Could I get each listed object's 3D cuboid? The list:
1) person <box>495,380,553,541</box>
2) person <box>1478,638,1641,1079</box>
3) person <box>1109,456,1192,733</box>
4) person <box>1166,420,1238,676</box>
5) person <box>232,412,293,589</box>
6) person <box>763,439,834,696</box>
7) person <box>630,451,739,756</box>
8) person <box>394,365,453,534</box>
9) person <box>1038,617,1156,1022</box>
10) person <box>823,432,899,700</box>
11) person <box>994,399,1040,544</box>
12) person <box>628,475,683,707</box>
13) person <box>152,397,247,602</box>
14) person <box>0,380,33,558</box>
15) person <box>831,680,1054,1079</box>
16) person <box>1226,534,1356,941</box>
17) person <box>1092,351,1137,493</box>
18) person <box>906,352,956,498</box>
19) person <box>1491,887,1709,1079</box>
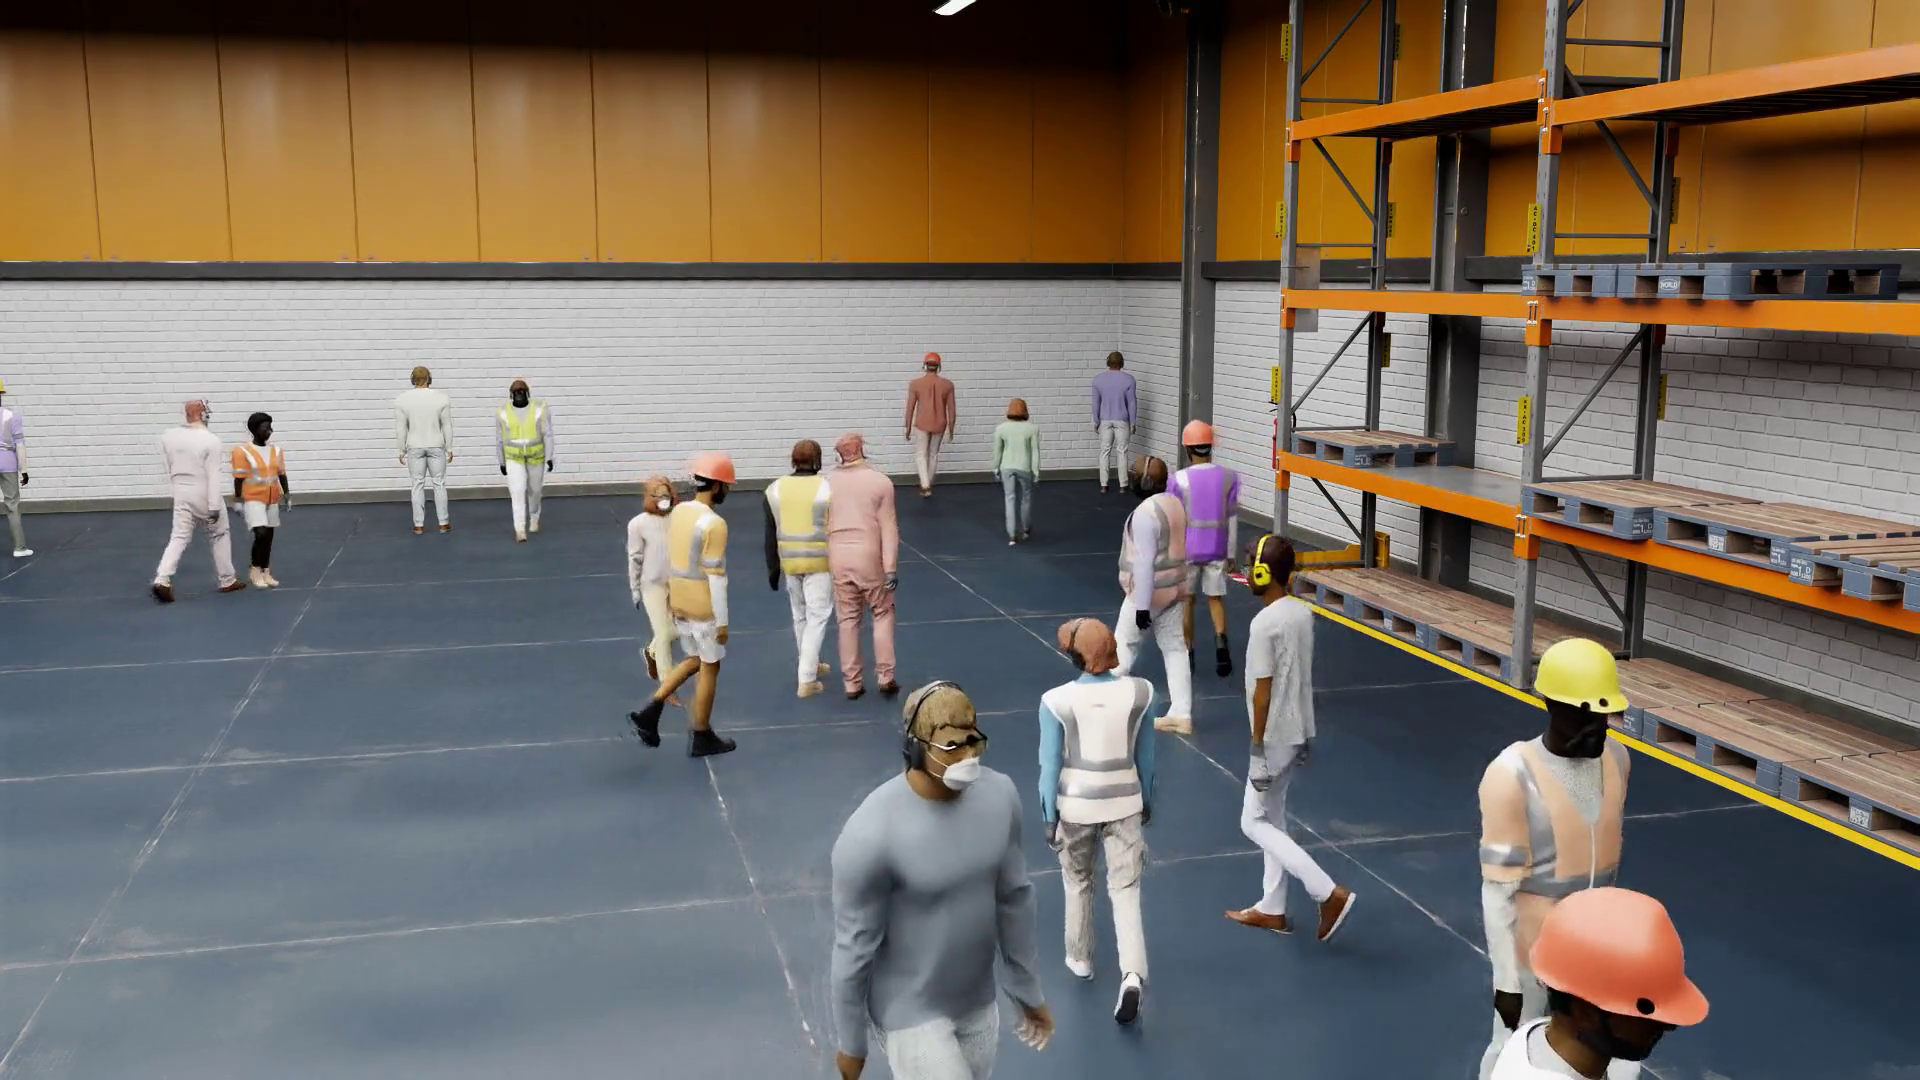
[{"bbox_3d":[-4.939,-0.928,18.886,0.624,1.805,0.966,-3,9,-16],"label":"person"},{"bbox_3d":[1.860,1.239,5.013,0.608,1.900,0.726,-4,10,-26],"label":"person"},{"bbox_3d":[1.139,0.349,10.870,0.900,1.803,0.655,6,11,32],"label":"person"},{"bbox_3d":[1.784,0.082,12.203,0.560,1.916,0.656,-1,9,-7],"label":"person"},{"bbox_3d":[-6.568,-0.367,15.705,0.463,1.679,0.552,5,10,28],"label":"person"},{"bbox_3d":[-1.047,0.183,11.922,0.643,1.809,0.752,4,10,24],"label":"person"},{"bbox_3d":[-1.636,0.415,10.153,0.639,1.905,0.594,-7,12,-38],"label":"person"},{"bbox_3d":[-6.133,-1.030,19.085,0.627,1.934,0.370,-3,9,-16],"label":"person"},{"bbox_3d":[0.573,1.114,6.758,0.506,1.601,0.777,-1,9,-5],"label":"person"},{"bbox_3d":[-0.739,0.182,11.734,0.679,1.864,0.512,3,9,16],"label":"person"},{"bbox_3d":[0.643,-0.782,18.564,0.525,1.586,0.829,1,9,8],"label":"person"},{"bbox_3d":[-2.117,0.326,11.675,0.502,1.610,0.680,-7,11,-36],"label":"person"},{"bbox_3d":[-7.030,-0.378,15.251,0.643,1.864,0.984,2,9,15],"label":"person"},{"bbox_3d":[-10.073,-0.754,17.402,0.585,1.920,0.382,-2,9,-14],"label":"person"},{"bbox_3d":[-0.135,1.292,4.700,0.888,1.908,0.633,8,12,41],"label":"person"},{"bbox_3d":[1.482,0.895,7.377,0.587,1.845,0.550,7,12,38],"label":"person"},{"bbox_3d":[2.106,-1.603,22.643,0.630,1.940,0.373,3,10,18],"label":"person"},{"bbox_3d":[-0.398,-1.531,22.148,0.682,1.948,0.672,-1,9,-9],"label":"person"},{"bbox_3d":[1.045,1.542,3.188,0.897,1.902,0.553,2,9,15],"label":"person"}]
